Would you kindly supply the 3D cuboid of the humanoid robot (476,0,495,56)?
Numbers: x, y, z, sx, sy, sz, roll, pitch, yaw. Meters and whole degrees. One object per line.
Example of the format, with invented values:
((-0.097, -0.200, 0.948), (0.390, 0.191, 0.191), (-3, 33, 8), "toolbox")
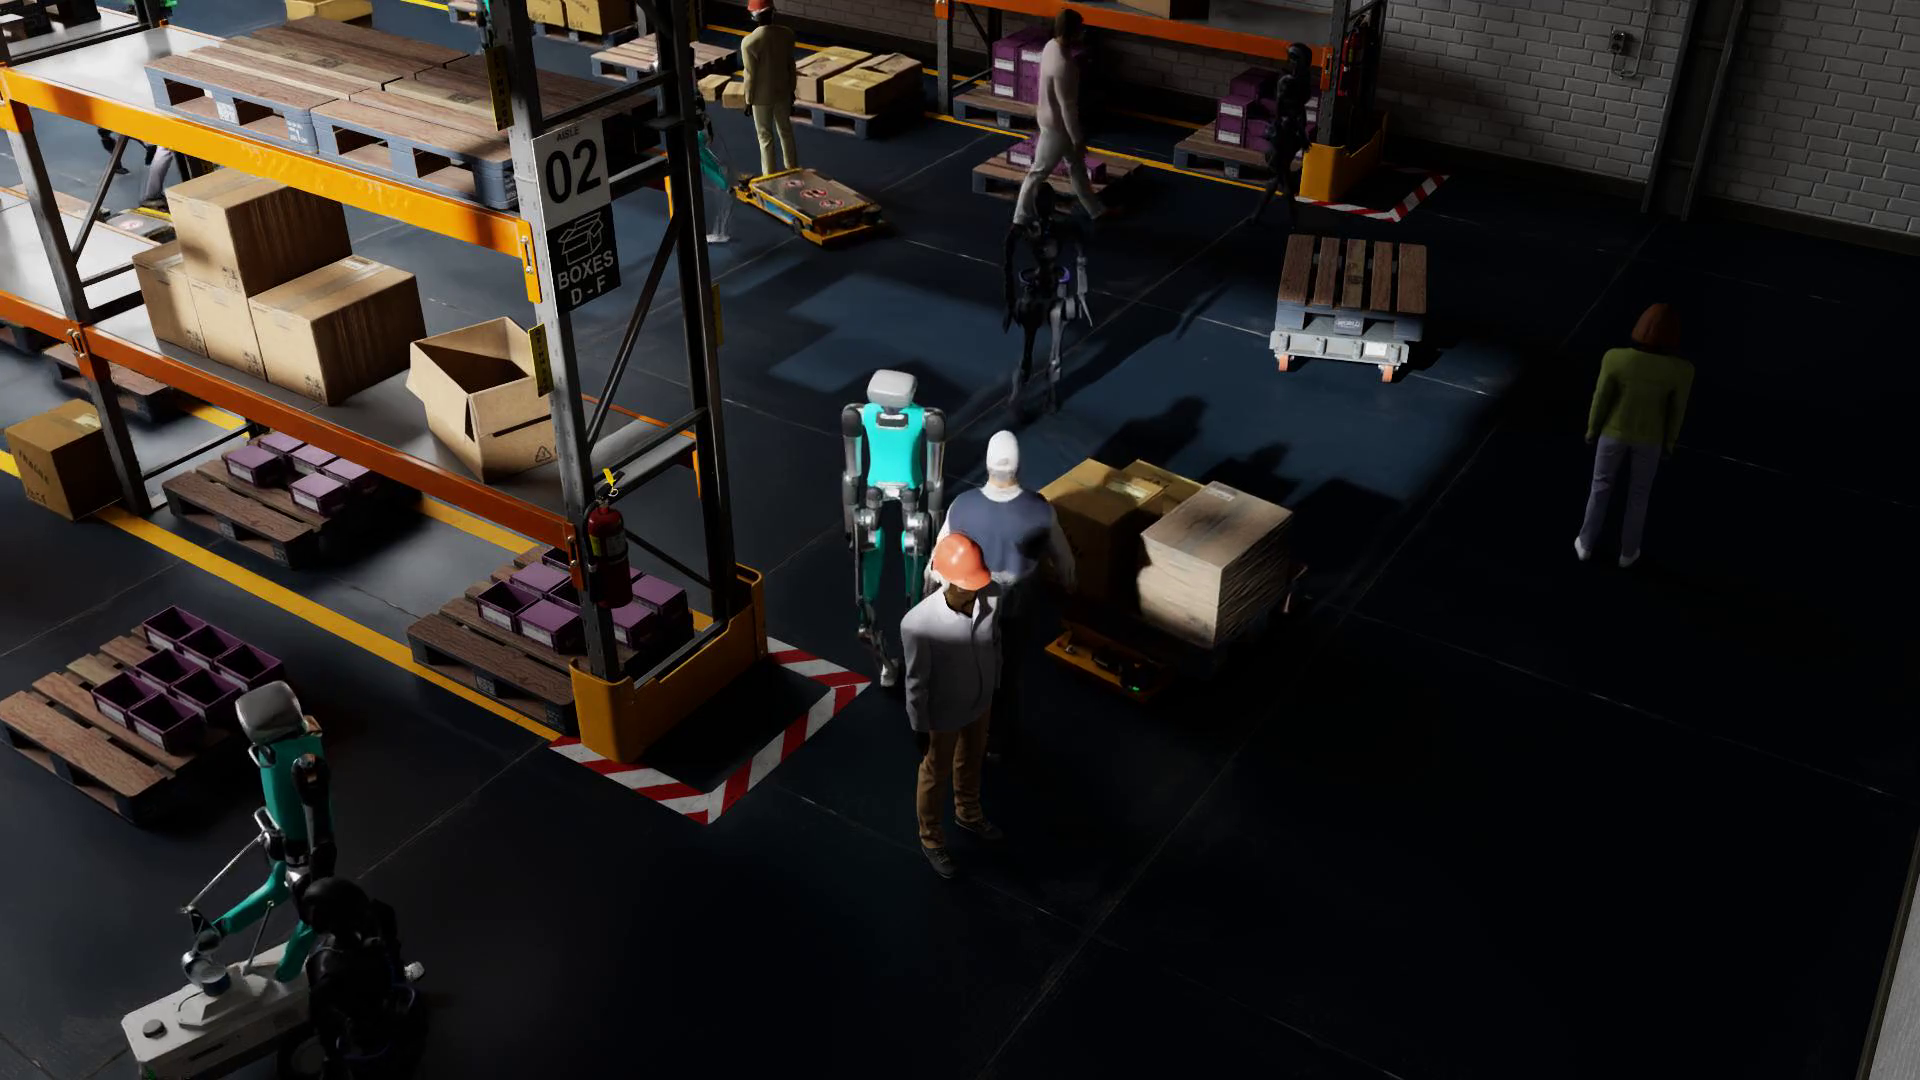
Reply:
((-4.538, -4.898, 16.056), (1.031, 1.737, 0.558), (21, 38, 28), "humanoid robot")

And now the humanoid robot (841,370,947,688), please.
((-0.355, 0.091, 8.441), (0.535, 1.852, 0.710), (3, 33, 5), "humanoid robot")

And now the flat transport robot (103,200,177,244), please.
((-6.909, -2.391, 13.548), (0.659, 0.231, 1.431), (16, 36, 23), "flat transport robot")

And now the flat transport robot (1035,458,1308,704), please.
((1.161, 0.390, 9.274), (0.659, 0.231, 1.431), (25, 40, 33), "flat transport robot")

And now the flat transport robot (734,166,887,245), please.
((-1.307, -2.907, 14.342), (0.659, 0.231, 1.431), (-22, 39, -30), "flat transport robot")

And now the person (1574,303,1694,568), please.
((3.842, -0.590, 9.526), (0.499, 1.632, 0.286), (13, 35, 19), "person")

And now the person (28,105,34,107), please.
((-9.467, -5.055, 16.392), (0.541, 1.625, 0.370), (5, 33, 8), "person")

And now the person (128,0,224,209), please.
((-6.753, -3.807, 14.241), (1.000, 1.892, 0.523), (-25, 41, -33), "person")

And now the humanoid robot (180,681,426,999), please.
((-2.706, 1.376, 6.436), (1.030, 1.759, 0.549), (-23, 40, -31), "humanoid robot")

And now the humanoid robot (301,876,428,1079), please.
((-2.032, 1.791, 5.825), (0.406, 1.647, 0.600), (5, 33, 7), "humanoid robot")

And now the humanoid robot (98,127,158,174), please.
((-7.620, -4.069, 14.848), (0.522, 1.643, 0.609), (11, 35, 16), "humanoid robot")

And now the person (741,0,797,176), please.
((-1.673, -3.906, 14.516), (0.572, 1.746, 0.344), (-27, 42, -35), "person")

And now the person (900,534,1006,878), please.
((-0.002, 0.717, 7.409), (0.568, 1.750, 0.328), (-28, 42, -36), "person")

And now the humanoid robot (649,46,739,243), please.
((-2.041, -3.183, 13.481), (0.760, 1.839, 0.539), (13, 35, 20), "humanoid robot")

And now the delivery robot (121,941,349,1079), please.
((-2.891, 1.934, 6.654), (0.809, 0.612, 0.499), (-23, 39, -31), "delivery robot")

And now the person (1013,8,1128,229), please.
((0.902, -3.385, 13.591), (1.017, 1.879, 0.655), (0, 33, 0), "person")

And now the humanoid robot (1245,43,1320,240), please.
((2.732, -3.260, 13.622), (0.735, 1.628, 0.610), (20, 38, 27), "humanoid robot")

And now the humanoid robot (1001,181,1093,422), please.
((0.582, -1.584, 11.023), (0.608, 1.647, 0.348), (-4, 33, -6), "humanoid robot")

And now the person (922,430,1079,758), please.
((0.207, 0.211, 8.201), (0.761, 1.733, 0.705), (3, 33, 5), "person")
